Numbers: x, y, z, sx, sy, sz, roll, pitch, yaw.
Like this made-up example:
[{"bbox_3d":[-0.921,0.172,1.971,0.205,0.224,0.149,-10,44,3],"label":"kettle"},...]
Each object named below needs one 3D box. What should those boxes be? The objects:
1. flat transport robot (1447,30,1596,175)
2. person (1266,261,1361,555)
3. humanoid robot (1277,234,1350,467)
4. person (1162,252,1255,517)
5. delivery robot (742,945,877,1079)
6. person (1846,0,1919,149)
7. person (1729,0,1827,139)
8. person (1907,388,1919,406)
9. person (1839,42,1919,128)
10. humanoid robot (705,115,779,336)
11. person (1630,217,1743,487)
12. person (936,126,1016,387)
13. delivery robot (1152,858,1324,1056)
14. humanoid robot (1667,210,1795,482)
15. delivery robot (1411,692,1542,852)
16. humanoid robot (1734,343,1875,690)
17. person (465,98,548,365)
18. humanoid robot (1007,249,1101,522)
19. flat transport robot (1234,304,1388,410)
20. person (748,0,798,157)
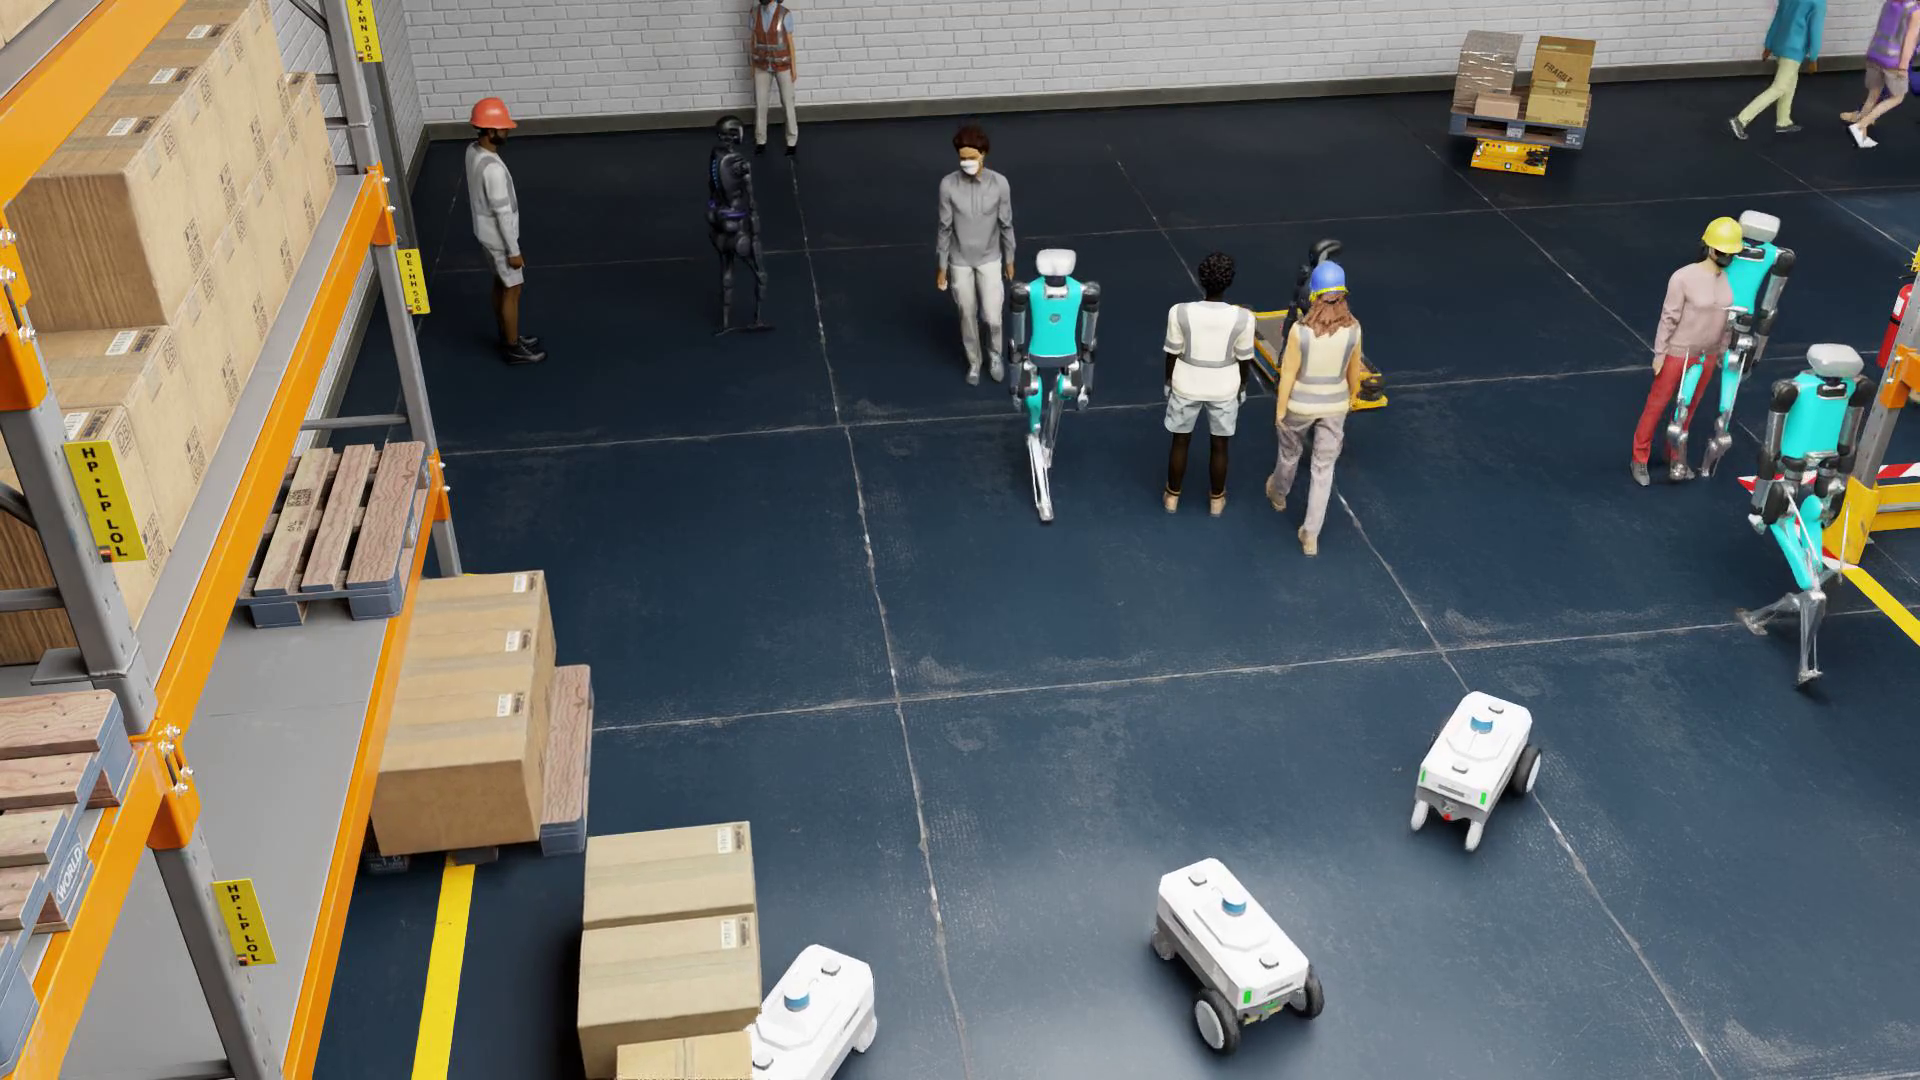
[{"bbox_3d":[5.227,-3.789,15.658,0.659,0.231,1.431,12,35,17],"label":"flat transport robot"},{"bbox_3d":[2.078,-0.821,9.760,0.475,1.743,0.772,1,33,2],"label":"person"},{"bbox_3d":[2.223,-1.146,10.316,0.400,1.643,0.589,-16,37,-23],"label":"humanoid robot"},{"bbox_3d":[1.466,-0.909,9.944,0.534,1.691,0.320,4,33,7],"label":"person"},{"bbox_3d":[-0.638,1.986,6.551,0.499,0.599,0.797,15,36,22],"label":"delivery robot"},{"bbox_3d":[8.525,-4.395,15.300,0.431,1.681,0.489,-8,34,-11],"label":"person"},{"bbox_3d":[7.748,-4.615,15.601,0.851,1.714,0.572,-6,34,-9],"label":"person"},{"bbox_3d":[6.830,-1.551,10.823,0.505,1.802,0.905,-22,39,-30],"label":"person"},{"bbox_3d":[9.105,-4.860,15.765,0.839,1.947,0.565,14,35,20],"label":"person"},{"bbox_3d":[-1.615,-2.284,12.073,0.523,1.643,0.584,-25,41,-33],"label":"humanoid robot"},{"bbox_3d":[4.514,-1.155,10.253,0.531,1.768,0.309,-7,34,-11],"label":"person"},{"bbox_3d":[0.107,-1.904,11.303,0.538,1.880,0.481,2,33,3],"label":"person"},{"bbox_3d":[1.134,1.704,6.968,0.499,0.582,0.773,-15,36,-22],"label":"delivery robot"},{"bbox_3d":[4.633,-1.053,10.140,0.557,1.815,0.670,9,34,14],"label":"humanoid robot"},{"bbox_3d":[2.464,1.053,7.962,0.499,0.579,0.753,20,38,27],"label":"delivery robot"},{"bbox_3d":[4.489,-0.046,8.599,0.535,1.763,0.980,-4,33,-7],"label":"humanoid robot"},{"bbox_3d":[-3.183,-2.138,11.620,0.387,1.924,0.547,-17,37,-24],"label":"person"},{"bbox_3d":[0.539,-1.059,10.174,0.535,1.757,1.036,-1,33,-1],"label":"humanoid robot"},{"bbox_3d":[2.449,-1.314,11.866,0.659,0.231,1.431,-7,34,-11],"label":"flat transport robot"},{"bbox_3d":[-1.707,-4.336,15.202,0.460,1.679,0.318,5,33,7],"label":"person"}]
